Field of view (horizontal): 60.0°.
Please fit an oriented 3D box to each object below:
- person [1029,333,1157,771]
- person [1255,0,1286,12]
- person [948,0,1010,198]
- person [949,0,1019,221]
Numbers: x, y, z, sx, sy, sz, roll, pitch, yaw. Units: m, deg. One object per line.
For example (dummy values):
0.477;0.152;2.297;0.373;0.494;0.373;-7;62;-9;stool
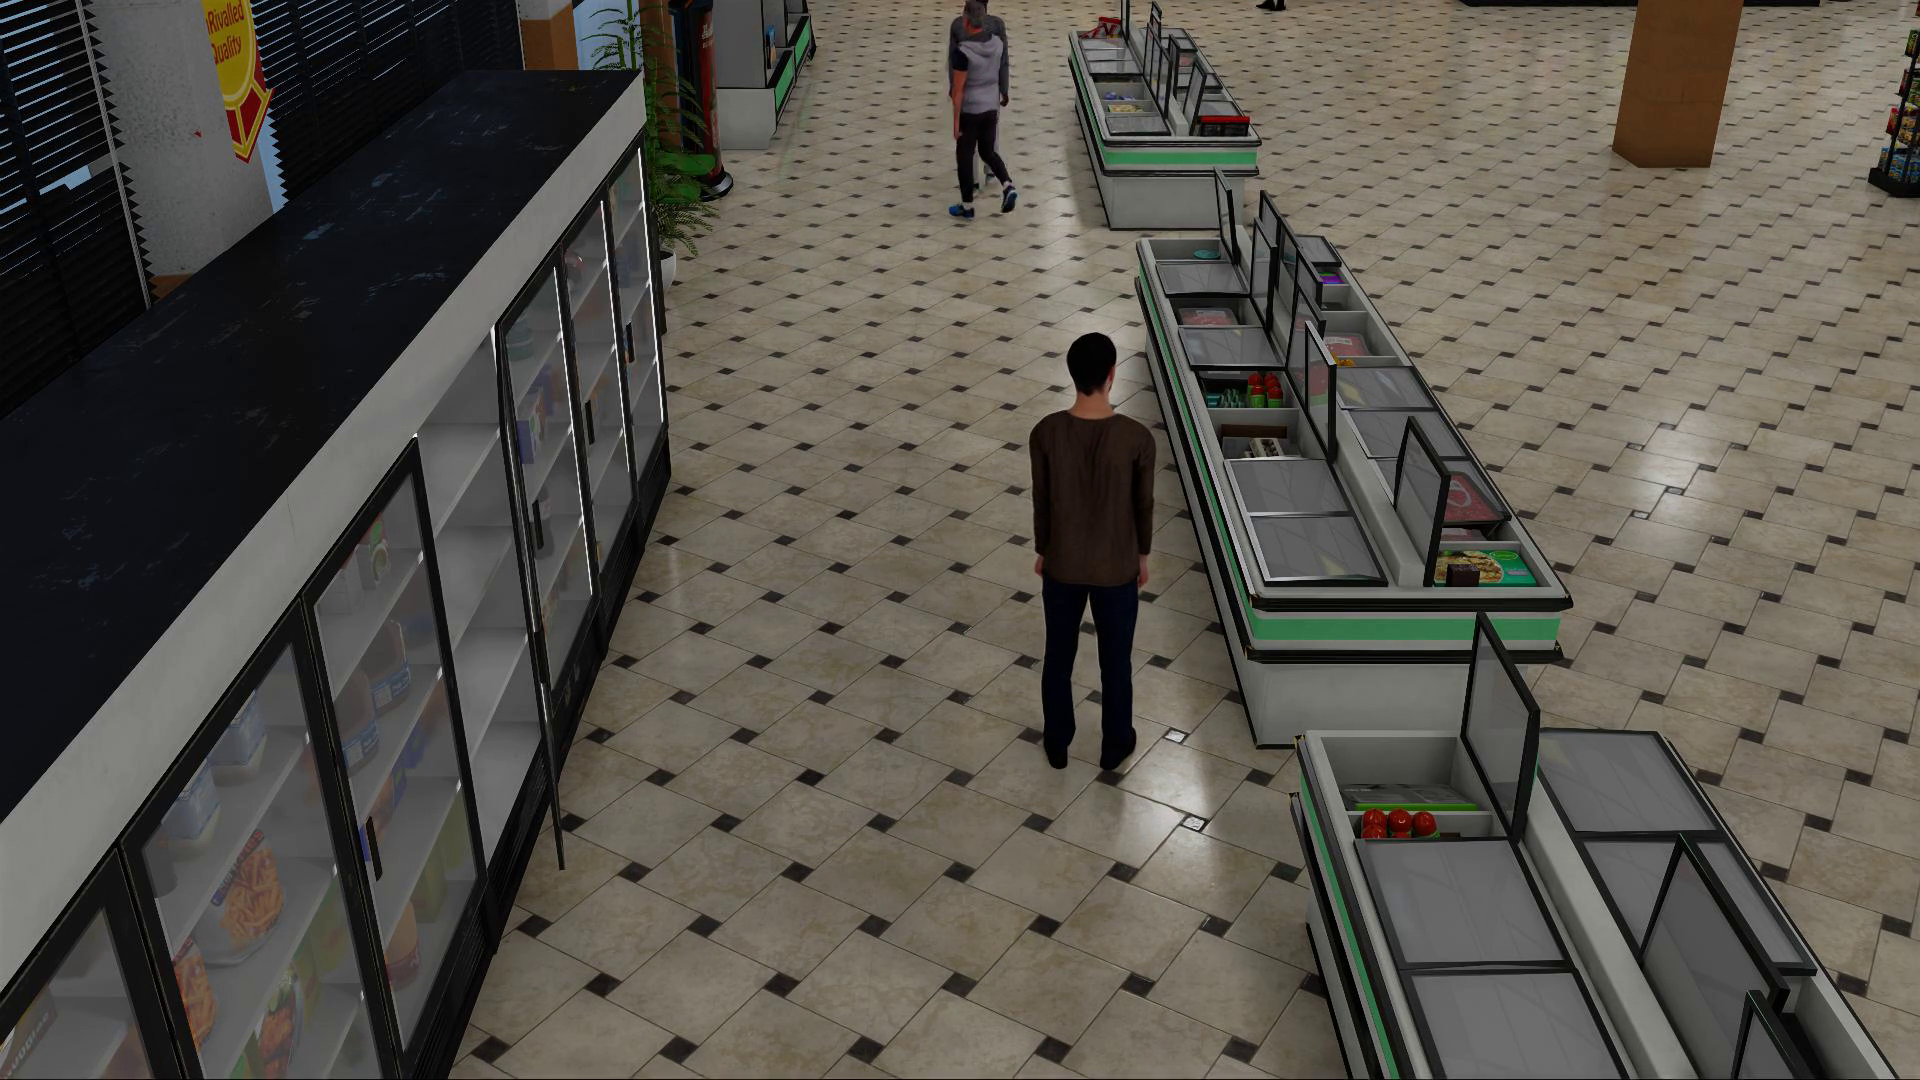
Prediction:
0.521;0.082;6.650;0.687;1.886;0.625;4;27;9;person
4.438;-8.447;23.521;0.853;1.838;0.542;5;27;10;person
0.151;-3.935;14.641;0.783;1.822;0.902;4;27;8;person
0.216;-3.536;13.872;0.986;1.805;1.068;-21;33;-35;person
